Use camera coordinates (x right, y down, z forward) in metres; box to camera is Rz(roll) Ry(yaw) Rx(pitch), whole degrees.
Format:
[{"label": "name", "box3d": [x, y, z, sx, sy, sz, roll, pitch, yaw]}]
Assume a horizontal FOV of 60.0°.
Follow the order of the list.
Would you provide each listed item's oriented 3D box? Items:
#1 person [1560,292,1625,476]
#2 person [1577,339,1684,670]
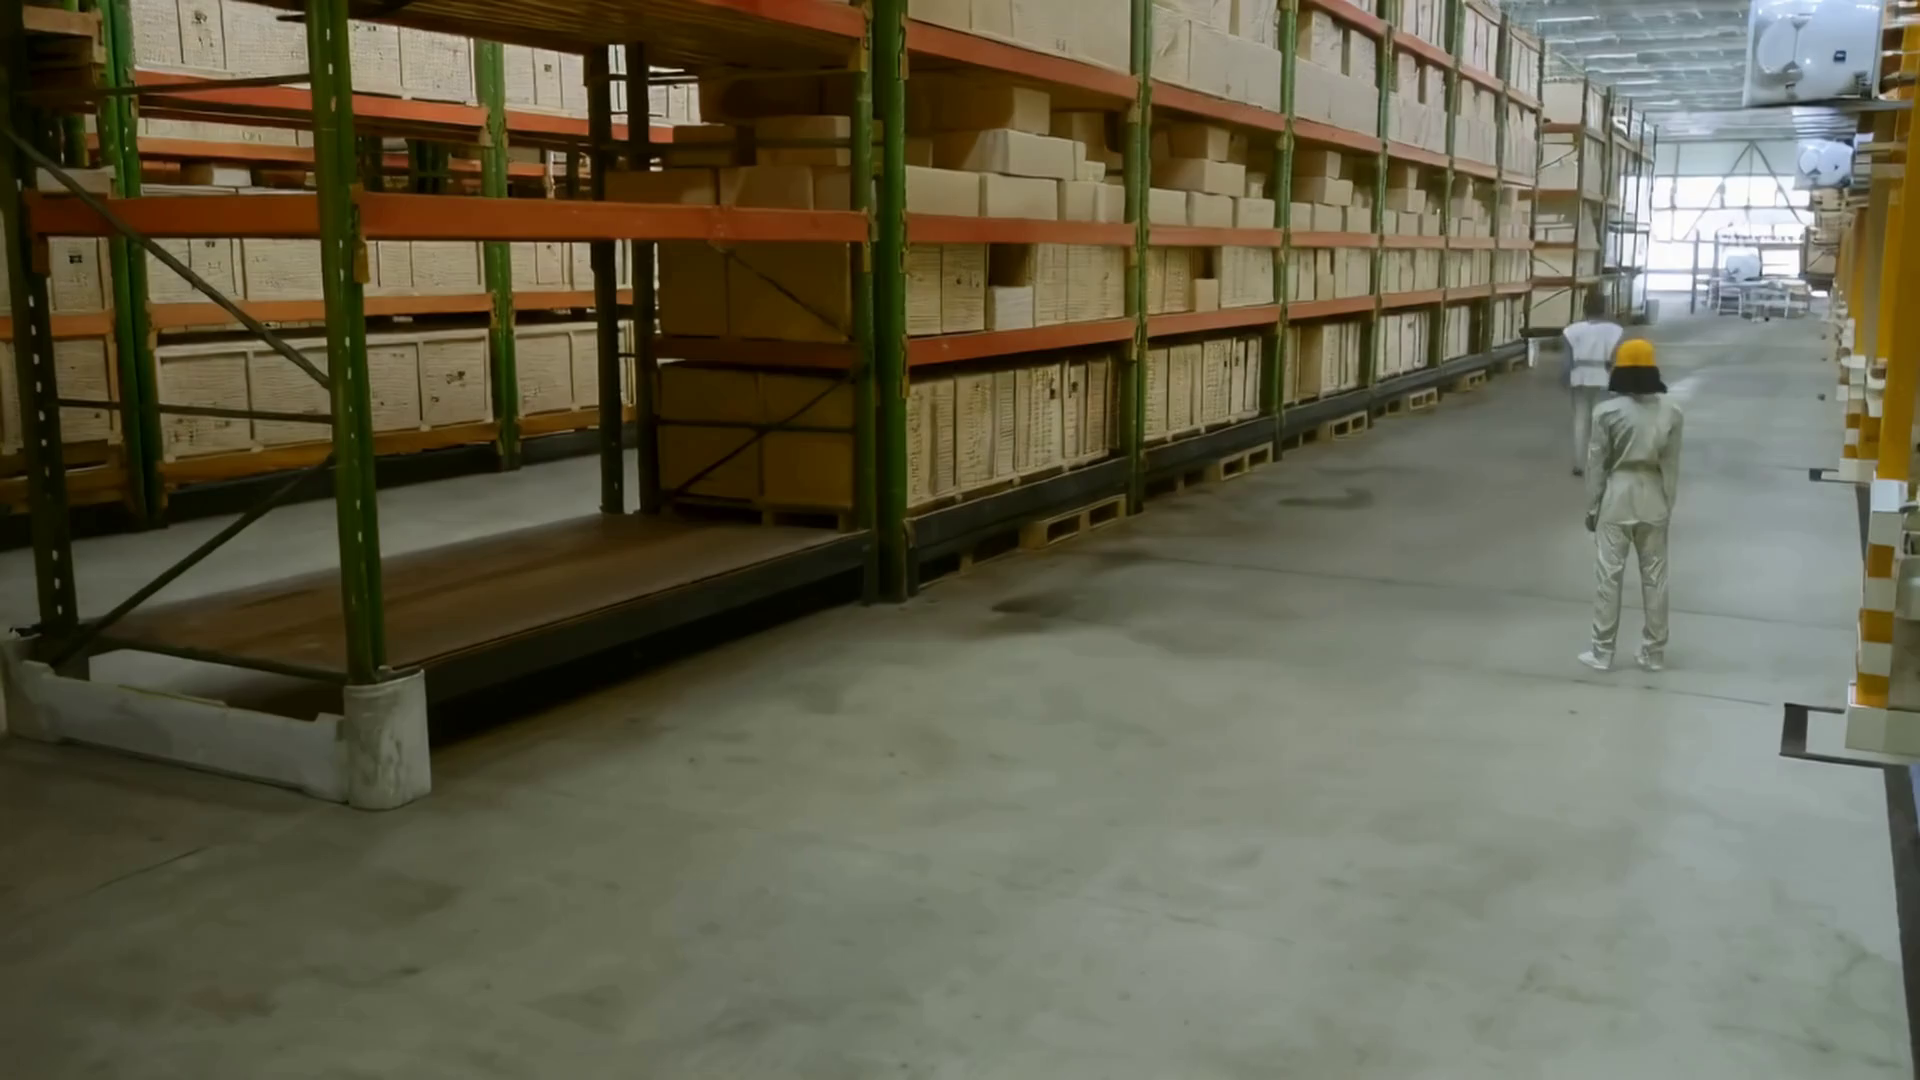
[{"label": "person", "box3d": [6.050, -1.466, 15.925, 0.578, 1.815, 0.880, 3, 10, 16]}, {"label": "person", "box3d": [3.513, -0.183, 8.732, 0.483, 1.735, 0.340, 0, 10, -2]}]
